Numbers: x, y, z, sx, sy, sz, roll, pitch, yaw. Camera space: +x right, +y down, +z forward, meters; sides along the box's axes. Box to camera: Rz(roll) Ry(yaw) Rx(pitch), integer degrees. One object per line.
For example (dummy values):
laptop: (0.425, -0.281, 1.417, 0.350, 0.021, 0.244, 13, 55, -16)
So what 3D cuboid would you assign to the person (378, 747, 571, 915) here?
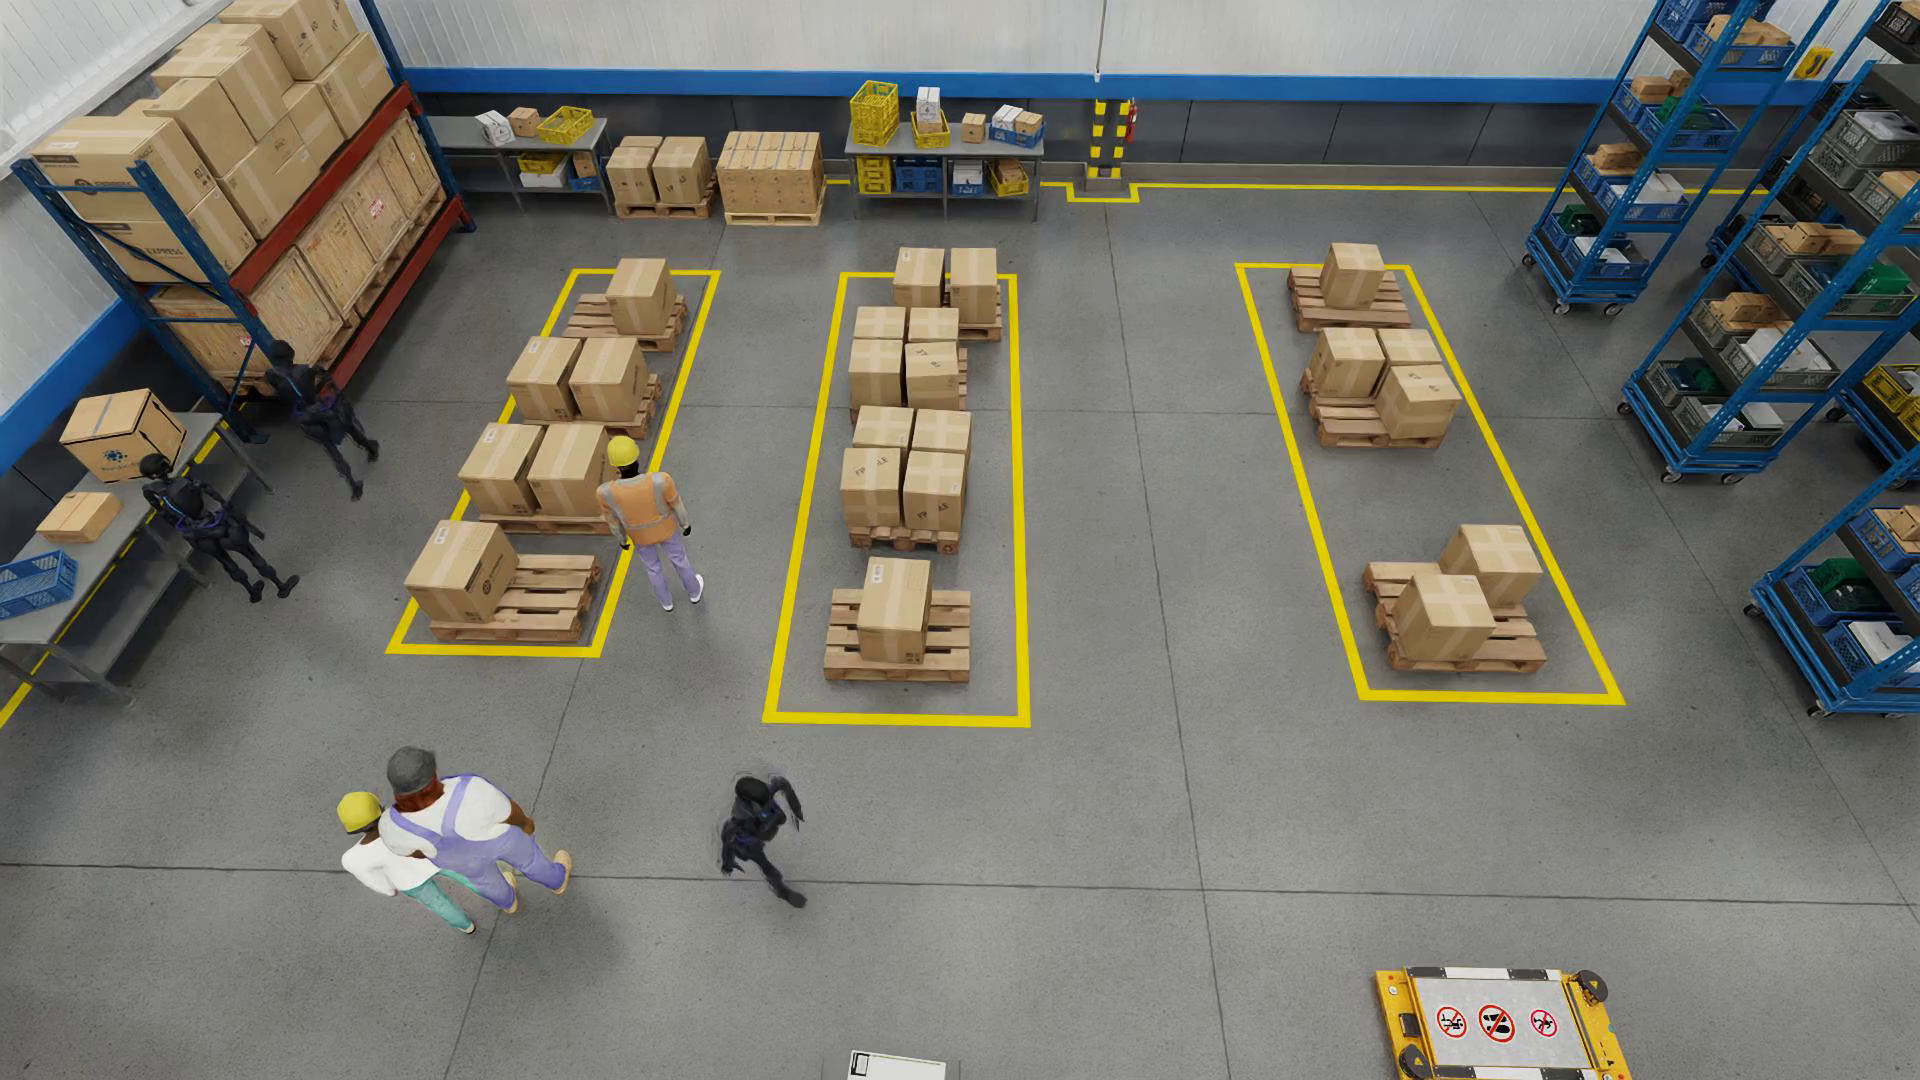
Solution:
person: (-3.086, 1.842, 5.842, 0.671, 2.000, 0.537, -17, 53, -13)

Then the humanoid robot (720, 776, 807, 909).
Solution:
humanoid robot: (-1.382, 1.889, 6.076, 0.732, 1.640, 0.651, 32, 58, 23)

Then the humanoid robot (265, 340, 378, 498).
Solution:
humanoid robot: (-5.971, -1.183, 8.580, 0.565, 1.626, 0.766, -15, 52, -12)

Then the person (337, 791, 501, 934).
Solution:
person: (-3.444, 2.052, 5.846, 0.326, 1.767, 0.530, 36, 59, 26)

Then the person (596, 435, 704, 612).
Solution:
person: (-2.525, -0.107, 7.505, 0.592, 1.922, 0.377, -15, 52, -12)

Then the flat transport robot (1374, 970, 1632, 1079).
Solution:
flat transport robot: (3.501, 3.133, 5.914, 1.431, 0.197, 0.652, 1, 51, 1)

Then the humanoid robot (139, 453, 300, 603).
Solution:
humanoid robot: (-6.228, -0.089, 7.639, 0.597, 1.657, 0.317, -6, 51, -5)
